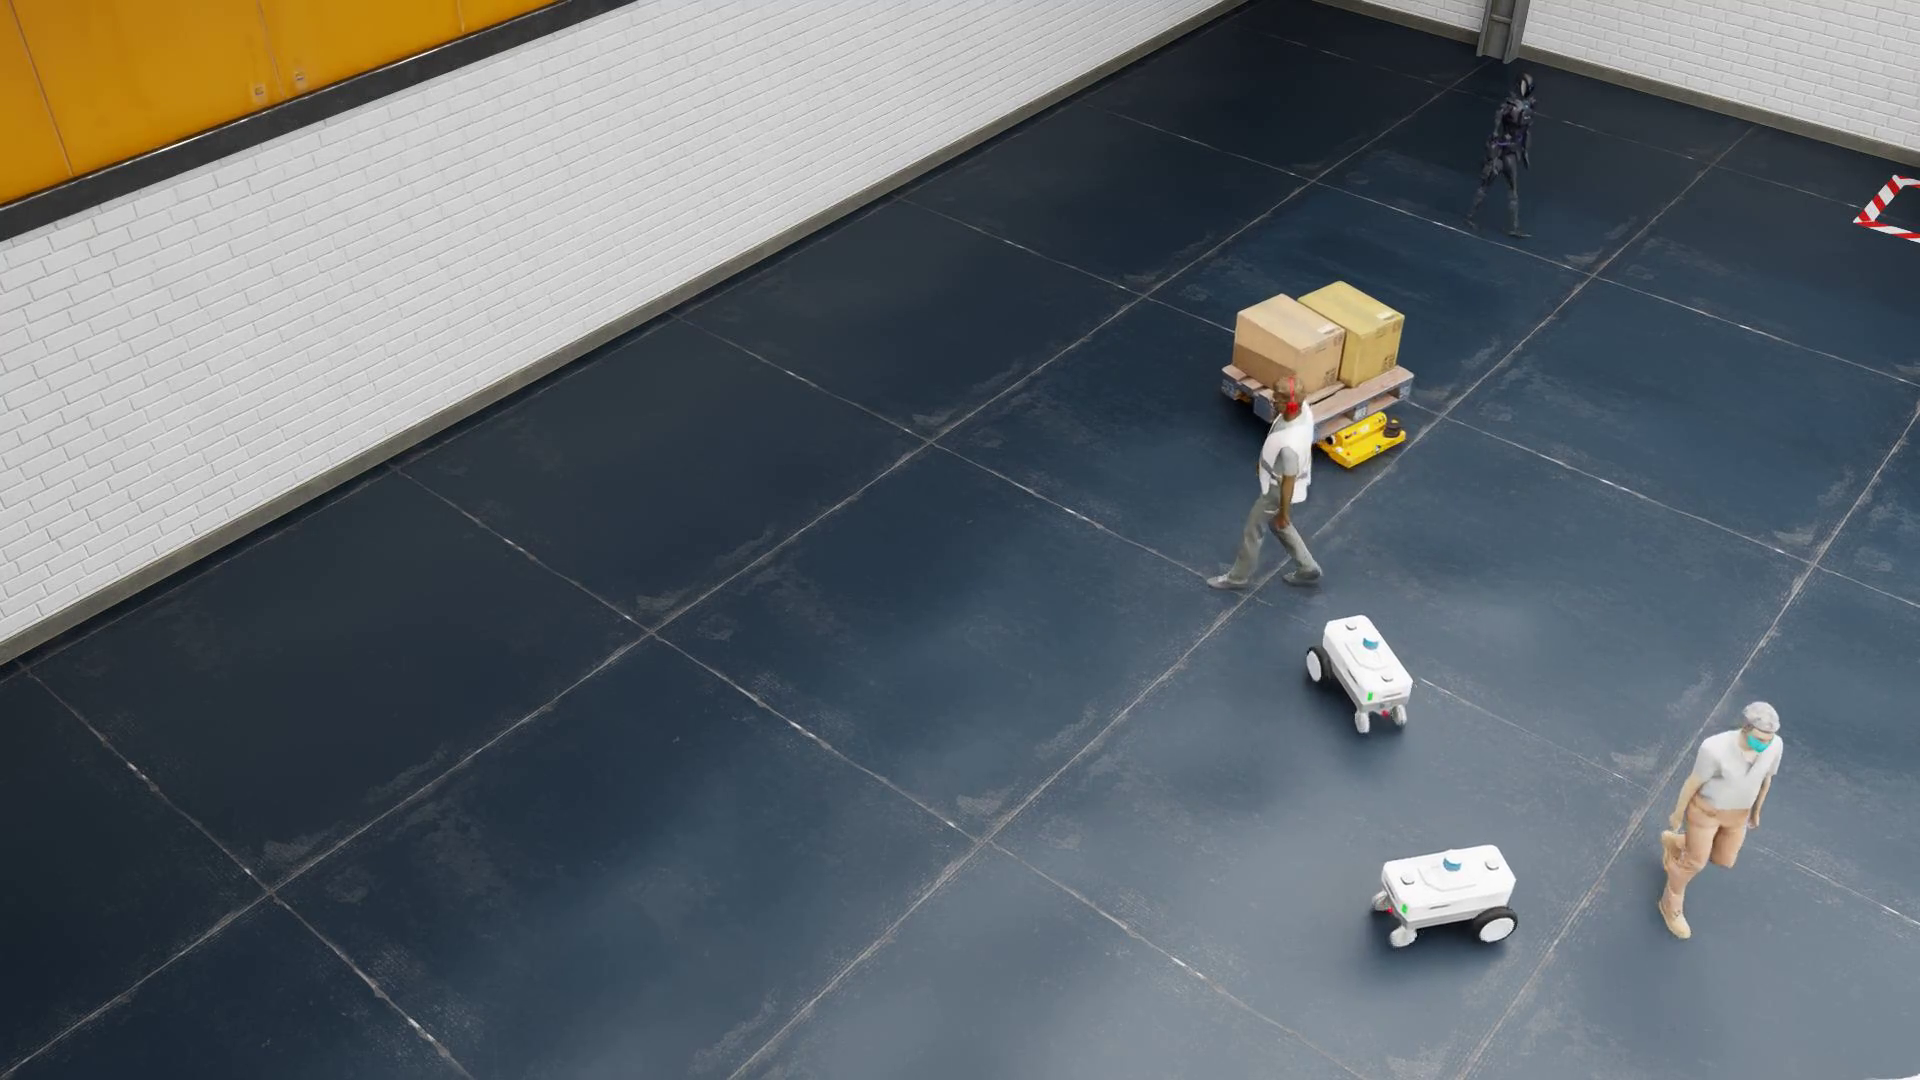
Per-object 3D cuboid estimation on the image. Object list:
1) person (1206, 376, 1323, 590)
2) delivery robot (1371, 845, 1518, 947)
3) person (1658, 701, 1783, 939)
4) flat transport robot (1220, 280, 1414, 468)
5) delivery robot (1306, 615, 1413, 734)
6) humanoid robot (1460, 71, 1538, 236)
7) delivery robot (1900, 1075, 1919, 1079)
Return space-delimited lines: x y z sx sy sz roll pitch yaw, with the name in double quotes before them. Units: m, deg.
"person" 2.208 -0.368 11.502 0.765 1.816 0.572 11 40 14
"delivery robot" 2.798 2.007 9.556 0.768 0.581 0.499 -7 39 -9
"person" 4.220 1.467 9.304 0.498 1.724 0.525 -5 39 -7
"flat transport robot" 2.901 -1.102 13.655 0.659 0.231 1.431 -25 45 -27
"delivery robot" 2.674 0.842 11.006 0.499 0.585 0.765 -10 40 -12
"humanoid robot" 5.179 -3.617 15.674 0.589 1.628 0.726 -23 44 -26
"delivery robot" 4.959 2.929 8.436 0.781 0.610 0.499 -8 40 -10
